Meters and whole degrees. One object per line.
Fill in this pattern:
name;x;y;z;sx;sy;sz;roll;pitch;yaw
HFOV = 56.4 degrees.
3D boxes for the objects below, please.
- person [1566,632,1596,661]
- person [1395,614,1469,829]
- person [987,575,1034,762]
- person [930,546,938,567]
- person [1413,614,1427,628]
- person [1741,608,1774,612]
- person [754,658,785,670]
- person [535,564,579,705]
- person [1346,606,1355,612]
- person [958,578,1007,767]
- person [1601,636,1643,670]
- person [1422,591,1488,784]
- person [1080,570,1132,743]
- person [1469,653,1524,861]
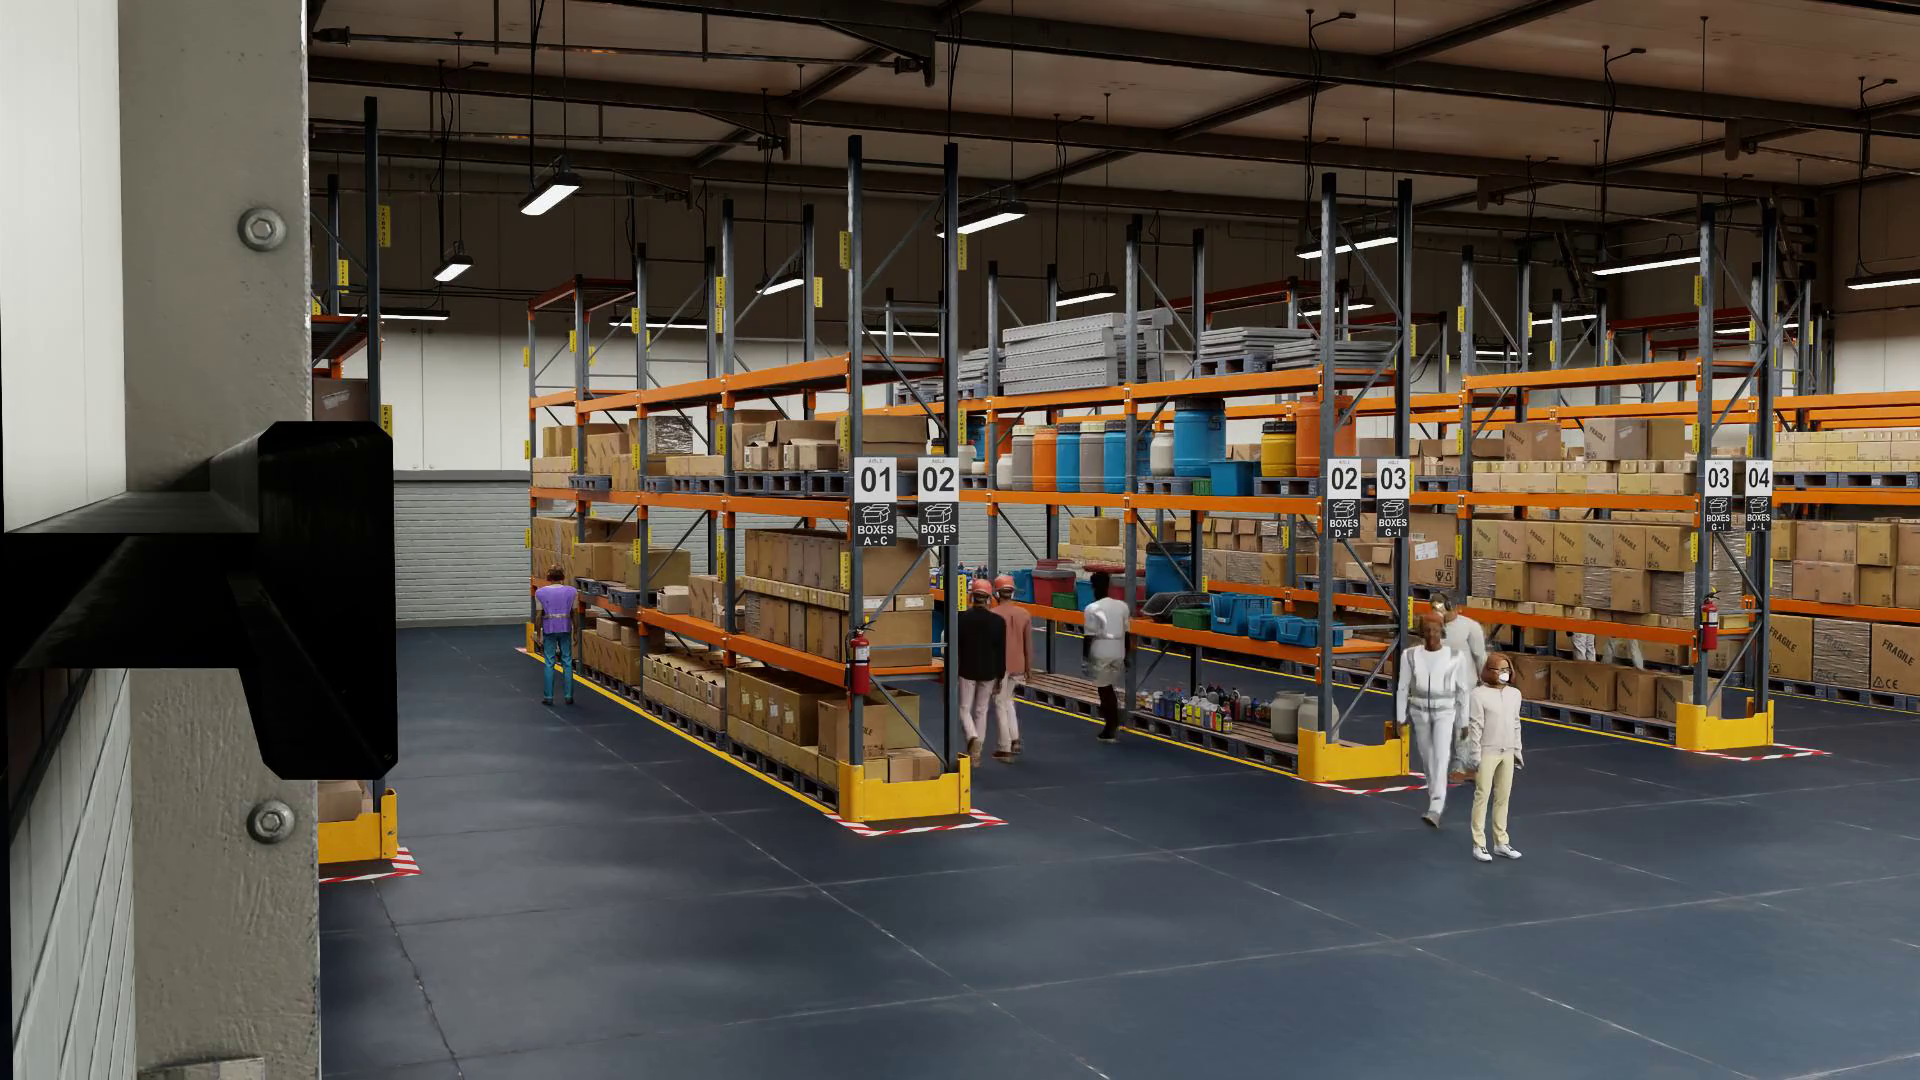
person;8.707;1.187;25.145;0.624;1.845;0.430;-2;3;-38
person;4.109;1.559;15.628;0.597;1.825;1.010;1;3;29
person;0.450;1.359;19.072;0.633;1.970;0.499;-2;3;-37
person;-0.423;0.757;34.522;0.406;1.987;0.616;1;3;29
person;7.466;0.939;29.437;0.615;2.020;0.879;-1;2;-16
person;13.358;1.026;29.861;0.619;1.795;0.763;-1;3;-31
person;-2.693;1.209;25.321;0.620;1.777;0.943;-1;2;-25
person;-5.316;1.241;23.632;0.565;1.849;0.389;-1;2;-21
person;6.888;0.942;31.718;0.662;1.825;0.542;-1;2;-17
person;0.179;1.382;18.476;0.629;1.964;0.708;0;2;-8
person;9.397;1.158;25.504;0.602;1.870;0.992;-1;2;-15
person;4.834;1.454;17.636;0.685;1.882;0.899;2;3;43
person;1.643;1.320;20.321;0.623;1.940;0.447;-2;3;-36
person;4.254;1.709;14.205;0.500;1.633;0.285;-1;2;-25
